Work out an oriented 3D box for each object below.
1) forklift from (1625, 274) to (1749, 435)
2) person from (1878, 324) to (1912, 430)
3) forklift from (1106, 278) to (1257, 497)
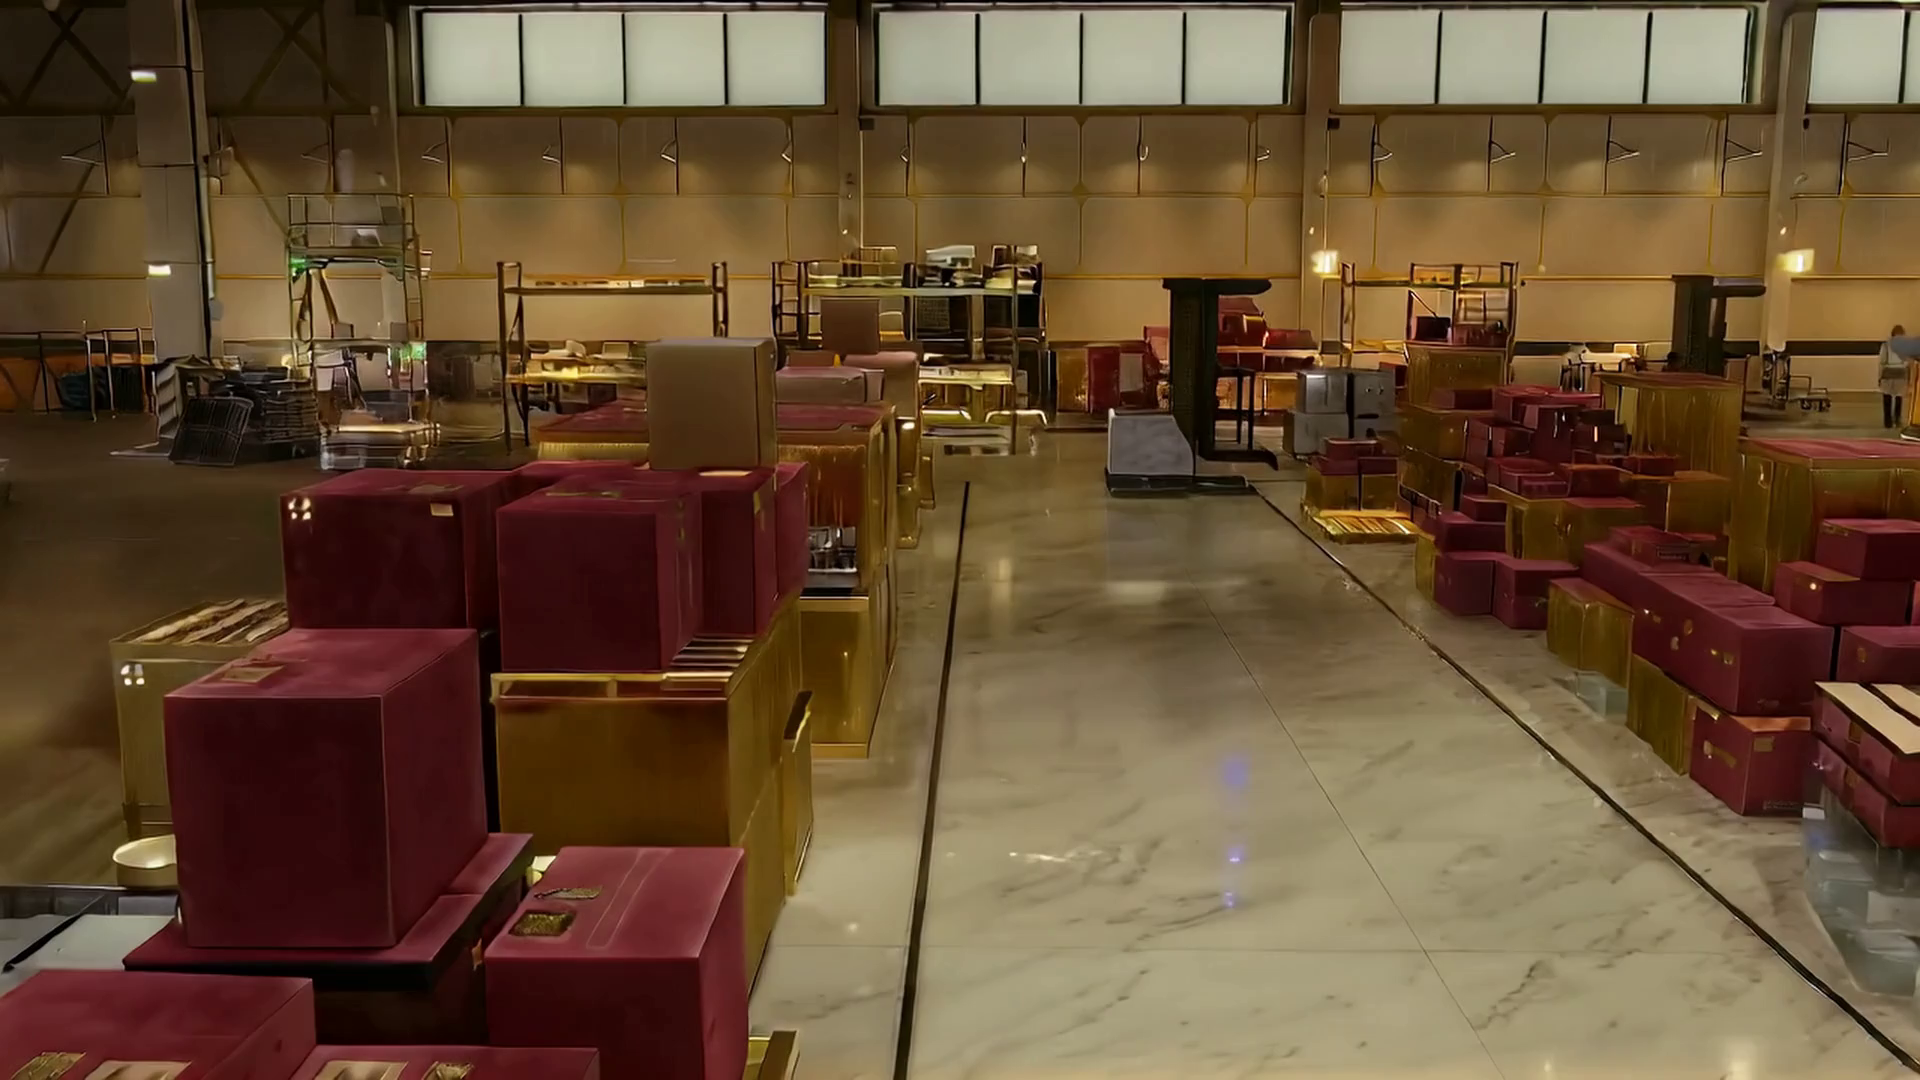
[{"bbox_3d":[12.794,-3.275,29.253,1.873,2.768,1.129,0,9,1],"label":"forklift"},{"bbox_3d":[16.929,-2.939,30.126,0.552,1.908,0.724,4,10,22],"label":"person"},{"bbox_3d":[2.884,-2.007,21.659,1.873,2.768,1.129,0,9,1],"label":"forklift"}]
